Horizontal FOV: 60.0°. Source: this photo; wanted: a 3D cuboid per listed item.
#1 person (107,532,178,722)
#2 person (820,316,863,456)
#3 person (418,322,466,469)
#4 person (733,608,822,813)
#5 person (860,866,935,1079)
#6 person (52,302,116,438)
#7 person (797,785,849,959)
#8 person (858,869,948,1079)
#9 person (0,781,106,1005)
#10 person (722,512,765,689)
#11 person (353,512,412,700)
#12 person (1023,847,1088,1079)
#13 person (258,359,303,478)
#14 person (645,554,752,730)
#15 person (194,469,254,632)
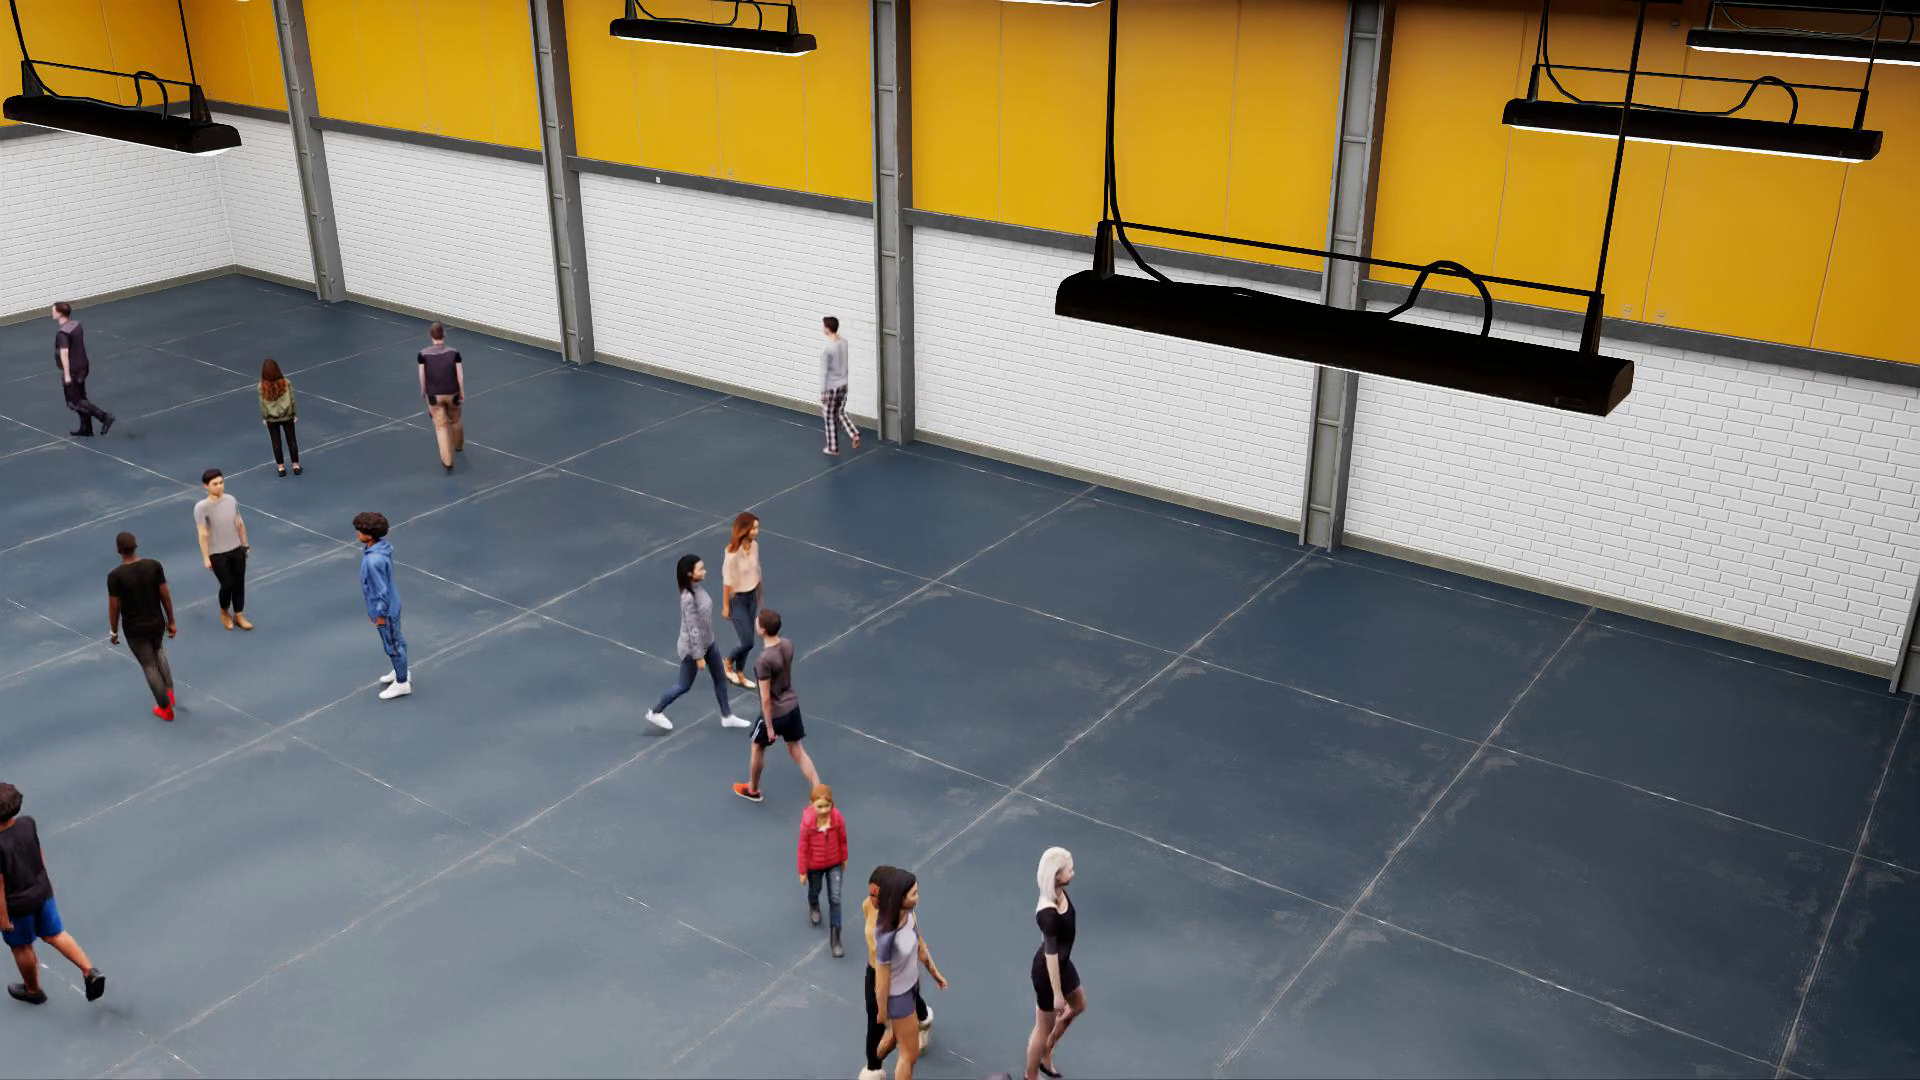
[{"bbox_3d":[-7.218,0.806,14.828,0.645,1.789,0.645,17,29,34],"label":"person"},{"bbox_3d":[-1.507,-1.917,20.999,0.802,1.836,0.669,18,30,36],"label":"person"},{"bbox_3d":[-6.438,-1.765,20.703,1.105,1.794,1.299,-9,25,-20],"label":"person"},{"bbox_3d":[-1.383,1.421,13.395,1.188,1.809,0.671,14,27,29],"label":"person"},{"bbox_3d":[-0.382,2.733,10.628,1.108,1.622,0.775,11,26,24],"label":"person"},{"bbox_3d":[-11.429,-2.190,21.627,1.058,1.832,1.000,-4,24,-10],"label":"person"},{"bbox_3d":[-1.005,2.310,12.011,0.873,1.289,0.970,-6,24,-13],"label":"person"},{"bbox_3d":[-0.449,2.800,10.376,0.897,1.702,0.782,7,25,16],"label":"person"},{"bbox_3d":[-6.218,2.406,11.179,1.100,1.780,0.799,7,25,16],"label":"person"},{"bbox_3d":[-2.095,0.559,15.415,0.655,1.771,0.616,16,28,32],"label":"person"},{"bbox_3d":[-5.305,0.577,15.326,0.811,1.808,0.729,-6,24,-13],"label":"person"},{"bbox_3d":[0.480,2.715,10.426,0.769,1.816,0.739,3,24,7],"label":"person"},{"bbox_3d":[-8.395,-1.515,20.531,0.645,1.473,0.664,-9,25,-20],"label":"person"},{"bbox_3d":[-2.398,0.943,14.626,1.222,1.699,0.989,2,24,6],"label":"person"},{"bbox_3d":[-7.368,0.082,16.574,0.586,1.716,0.604,16,28,33],"label":"person"}]
